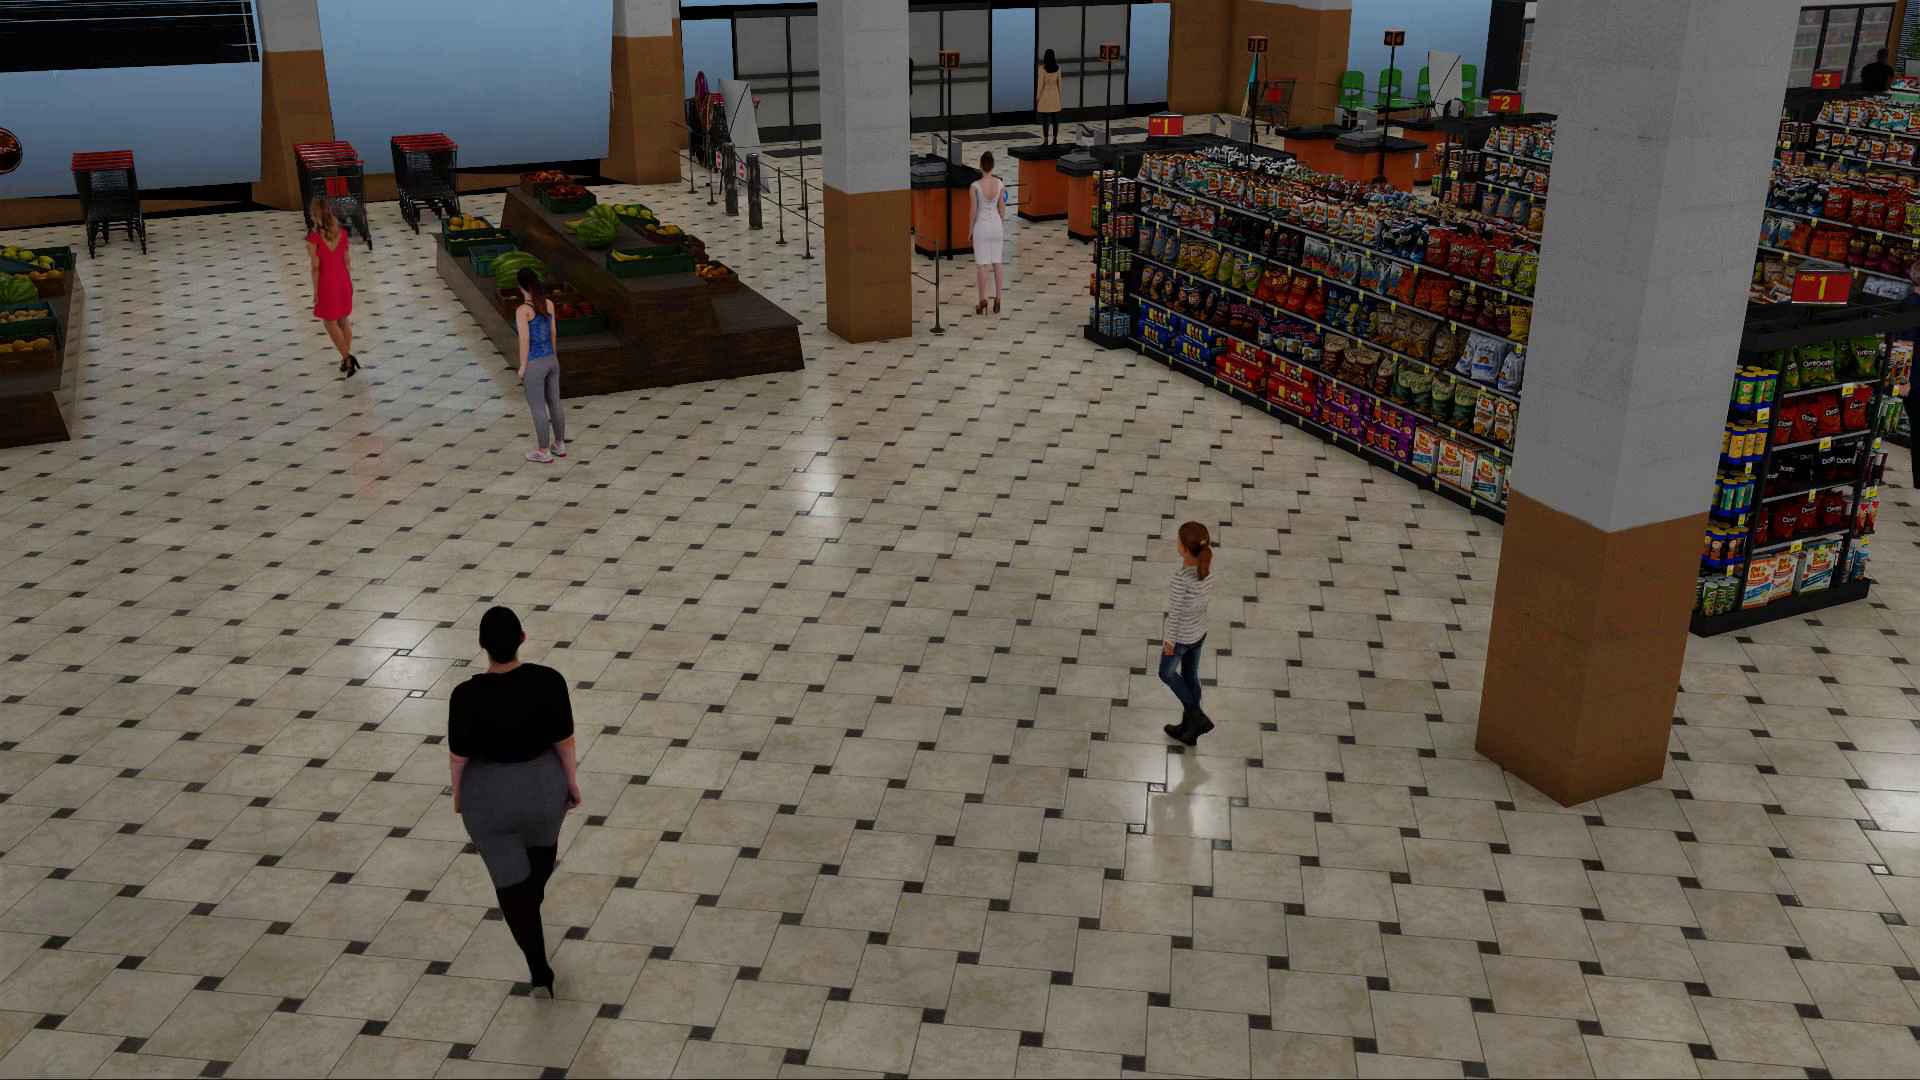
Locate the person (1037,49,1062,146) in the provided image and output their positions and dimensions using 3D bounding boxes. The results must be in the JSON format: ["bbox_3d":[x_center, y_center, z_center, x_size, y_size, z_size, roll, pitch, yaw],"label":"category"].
[{"bbox_3d":[1.585,-7.842,29.498,0.631,1.682,0.526,-9,24,-22],"label":"person"}]

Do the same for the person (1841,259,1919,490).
[{"bbox_3d":[7.271,-1.288,12.994,0.873,1.825,1.267,-17,27,-36],"label":"person"}]

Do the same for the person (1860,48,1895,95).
[{"bbox_3d":[15.418,-7.393,28.209,0.844,1.810,0.774,-19,29,-39],"label":"person"}]

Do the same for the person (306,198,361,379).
[{"bbox_3d":[-5.974,-2.409,15.923,0.862,1.722,0.753,17,27,35],"label":"person"}]

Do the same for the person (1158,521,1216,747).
[{"bbox_3d":[1.299,0.546,9.121,0.573,1.310,0.644,-20,30,-41],"label":"person"}]

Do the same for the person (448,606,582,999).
[{"bbox_3d":[-1.850,1.158,7.055,0.676,1.716,1.053,-11,24,-25],"label":"person"}]

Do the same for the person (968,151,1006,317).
[{"bbox_3d":[0.303,-3.349,18.170,0.596,1.791,0.515,-7,23,-16],"label":"person"}]

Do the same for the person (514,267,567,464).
[{"bbox_3d":[-3.457,-1.441,13.666,0.687,1.609,0.651,12,25,28],"label":"person"}]
